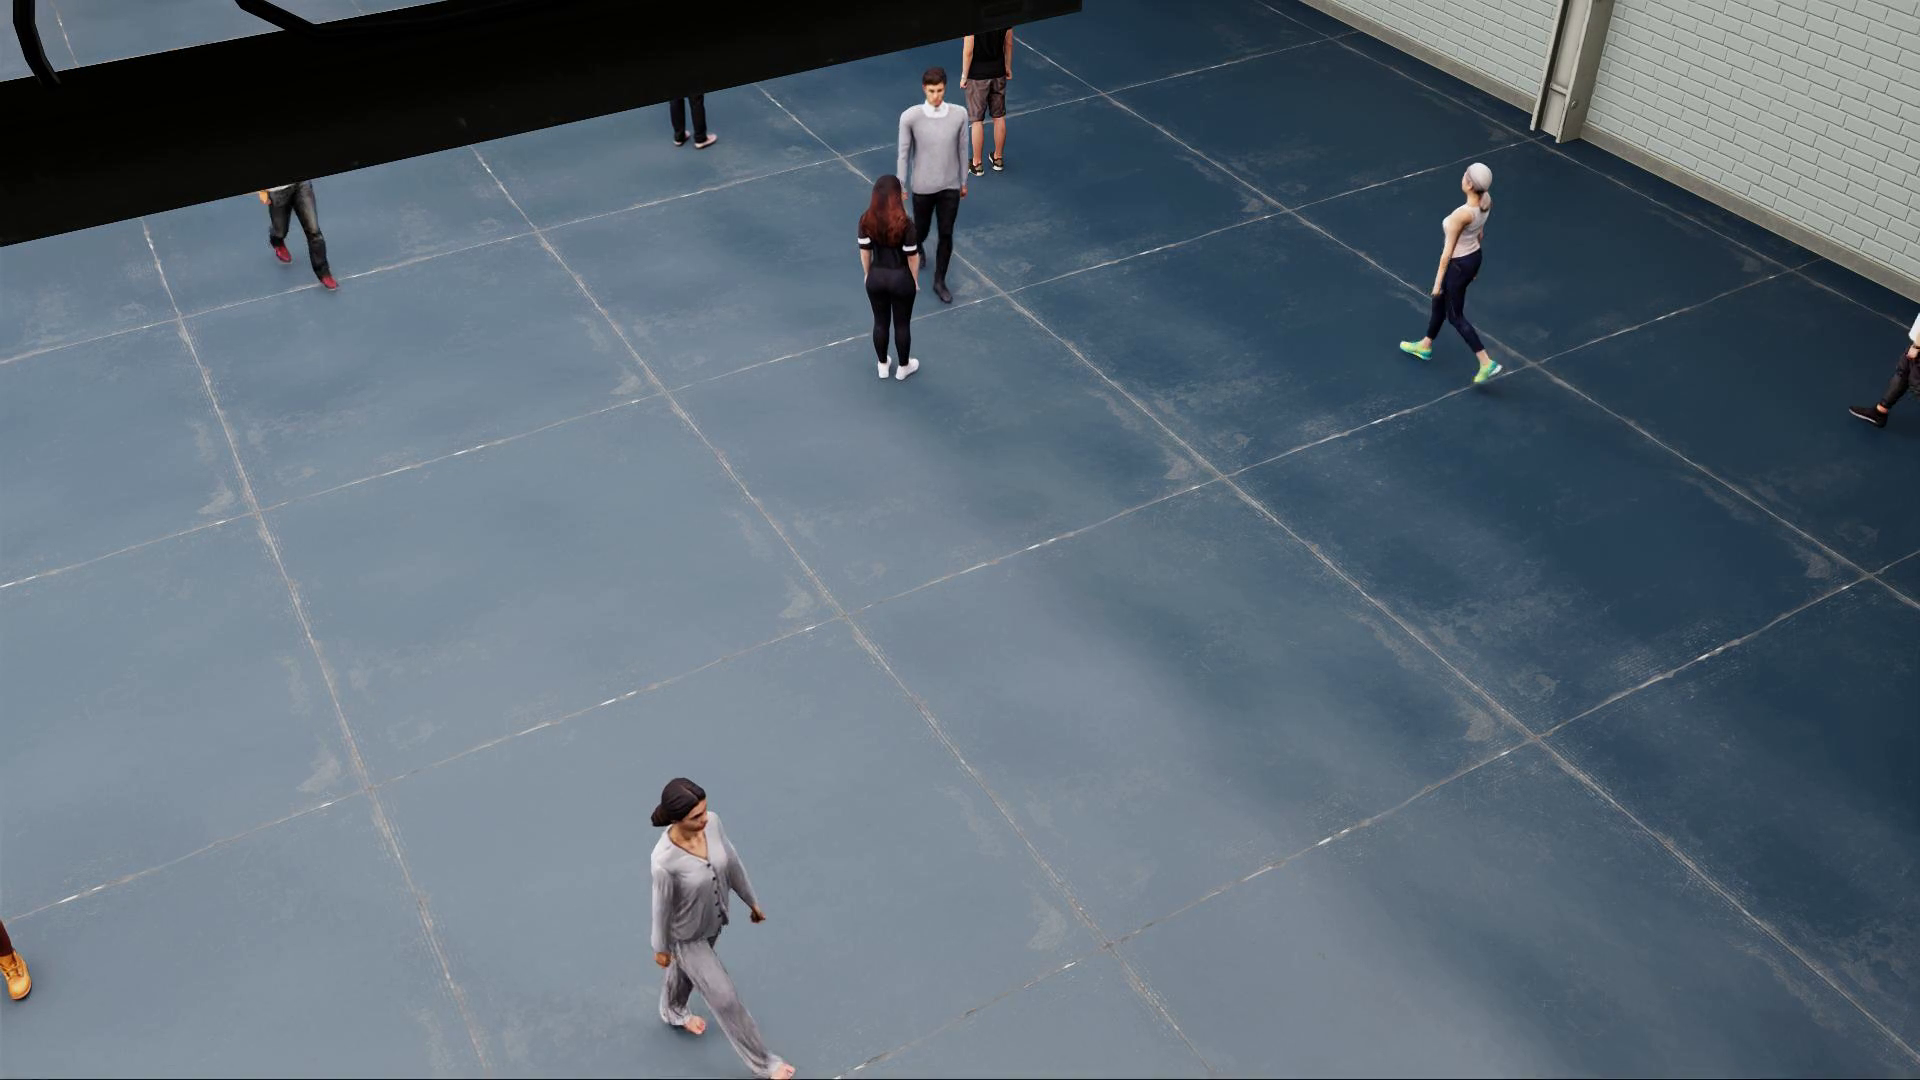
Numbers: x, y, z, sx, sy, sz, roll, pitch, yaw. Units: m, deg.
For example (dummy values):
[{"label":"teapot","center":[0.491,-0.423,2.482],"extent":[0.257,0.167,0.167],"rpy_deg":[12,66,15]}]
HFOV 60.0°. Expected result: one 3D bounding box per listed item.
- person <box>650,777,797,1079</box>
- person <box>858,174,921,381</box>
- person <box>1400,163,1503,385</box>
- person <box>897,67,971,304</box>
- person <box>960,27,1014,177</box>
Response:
[{"label":"person","center":[-1.276,1.716,7.580],"extent":[1.146,1.738,0.976],"rpy_deg":[19,42,22]},{"label":"person","center":[-0.514,-1.936,12.329],"extent":[0.710,1.638,0.771],"rpy_deg":[10,39,12]},{"label":"person","center":[3.769,-1.945,12.310],"extent":[0.794,1.675,1.171],"rpy_deg":[-31,48,-33]},{"label":"person","center":[-0.215,-2.895,13.341],"extent":[0.954,1.901,1.155],"rpy_deg":[-6,38,-8]},{"label":"person","center":[0.237,-4.229,15.078],"extent":[0.689,1.862,0.576],"rpy_deg":[-17,41,-21]}]
